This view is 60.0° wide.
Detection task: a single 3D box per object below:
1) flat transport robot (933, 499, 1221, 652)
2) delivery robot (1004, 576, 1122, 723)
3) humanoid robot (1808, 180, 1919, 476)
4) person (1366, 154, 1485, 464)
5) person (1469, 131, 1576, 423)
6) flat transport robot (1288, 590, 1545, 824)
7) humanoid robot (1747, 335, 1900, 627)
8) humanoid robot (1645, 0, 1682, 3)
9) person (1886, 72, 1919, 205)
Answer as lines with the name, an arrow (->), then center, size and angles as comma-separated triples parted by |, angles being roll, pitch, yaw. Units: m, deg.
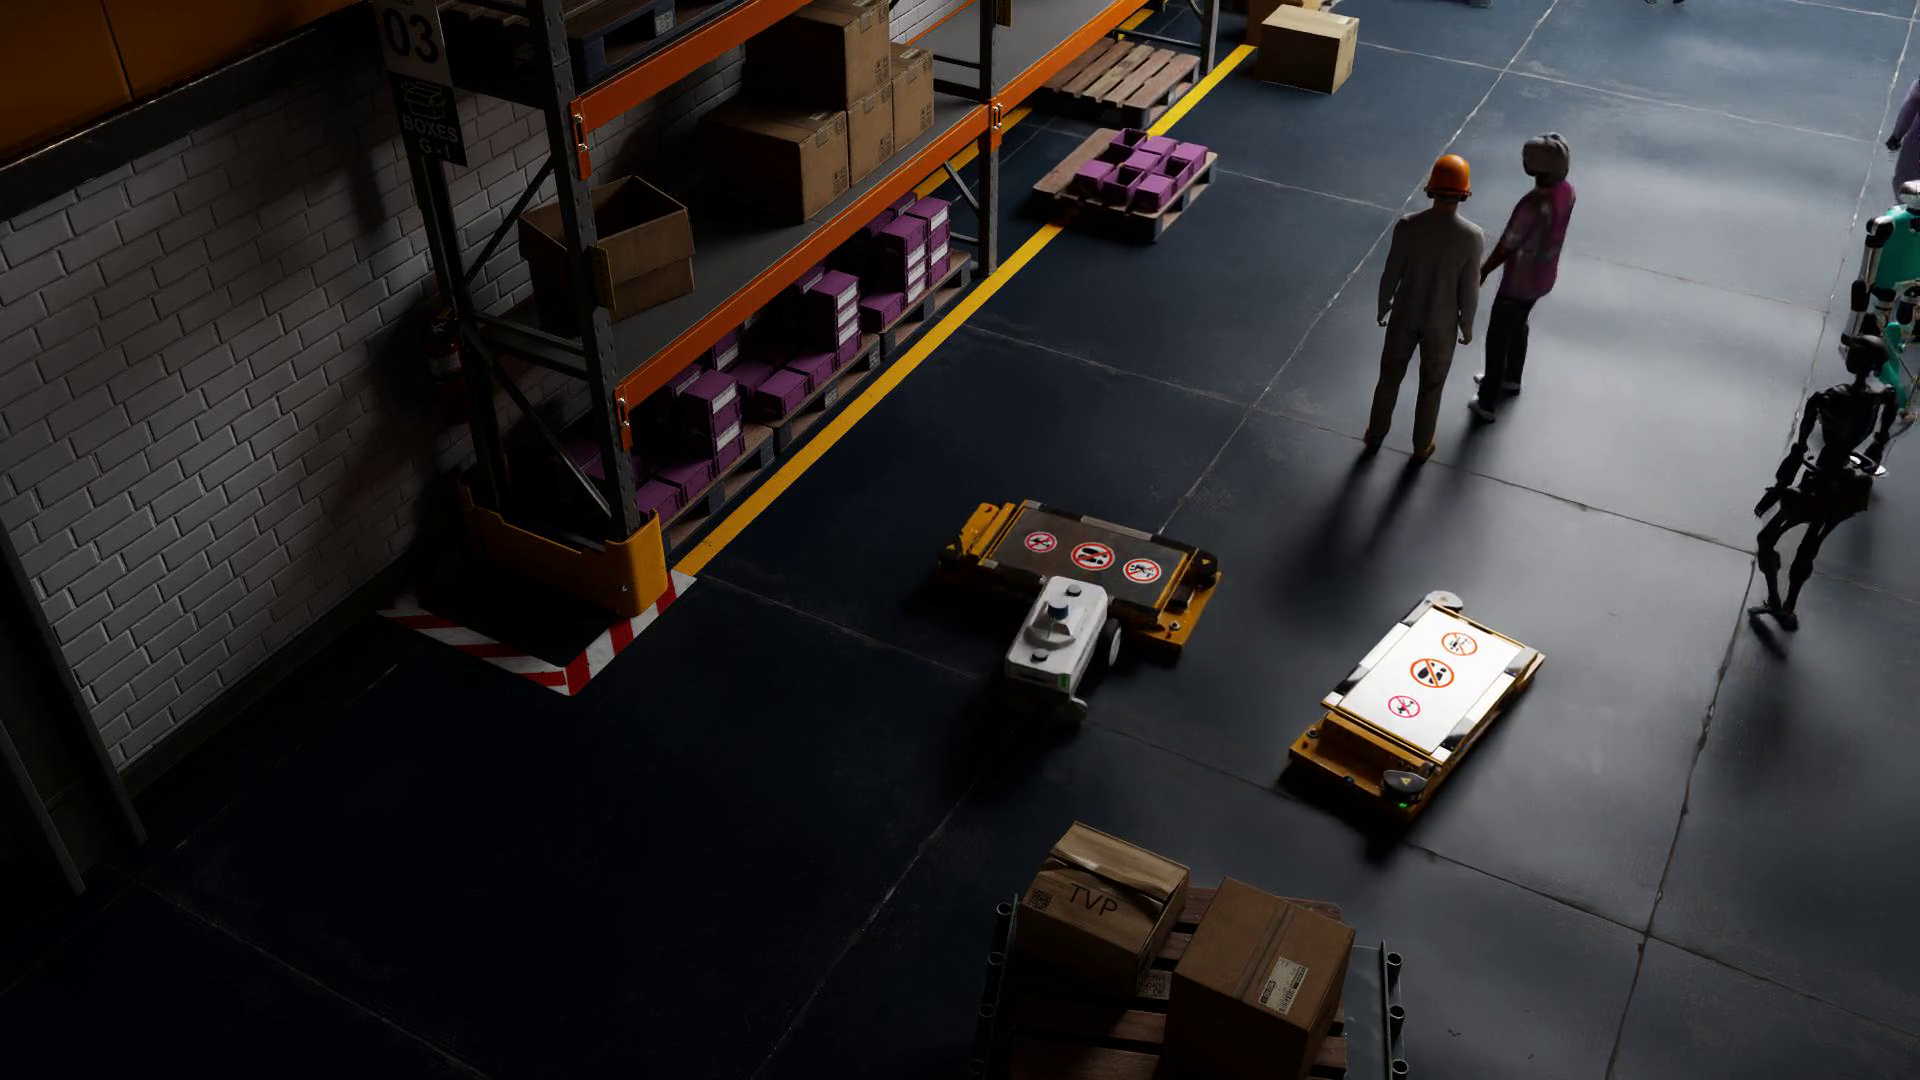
flat transport robot -> 0.637, 0.154, 9.027 | 1.431, 0.231, 0.659 | 17, 42, 20
delivery robot -> 0.509, 0.521, 8.352 | 0.525, 0.611, 0.782 | 14, 41, 17
humanoid robot -> 5.351, -1.129, 9.458 | 0.541, 1.728, 1.030 | -12, 40, -15
person -> 2.682, -1.316, 9.574 | 0.568, 1.889, 0.391 | 17, 42, 20
person -> 3.357, -1.595, 9.958 | 0.432, 1.836, 0.529 | 30, 47, 32
flat transport robot -> 2.287, 0.787, 8.236 | 0.659, 0.231, 1.431 | 28, 46, 30
humanoid robot -> 4.385, -0.278, 8.446 | 0.616, 1.634, 0.390 | -9, 39, -10
humanoid robot -> 6.602, -5.731, 15.264 | 0.588, 1.645, 0.475 | -7, 39, -8
person -> 6.775, -2.804, 11.436 | 0.648, 1.874, 0.820 | 2, 39, 3
